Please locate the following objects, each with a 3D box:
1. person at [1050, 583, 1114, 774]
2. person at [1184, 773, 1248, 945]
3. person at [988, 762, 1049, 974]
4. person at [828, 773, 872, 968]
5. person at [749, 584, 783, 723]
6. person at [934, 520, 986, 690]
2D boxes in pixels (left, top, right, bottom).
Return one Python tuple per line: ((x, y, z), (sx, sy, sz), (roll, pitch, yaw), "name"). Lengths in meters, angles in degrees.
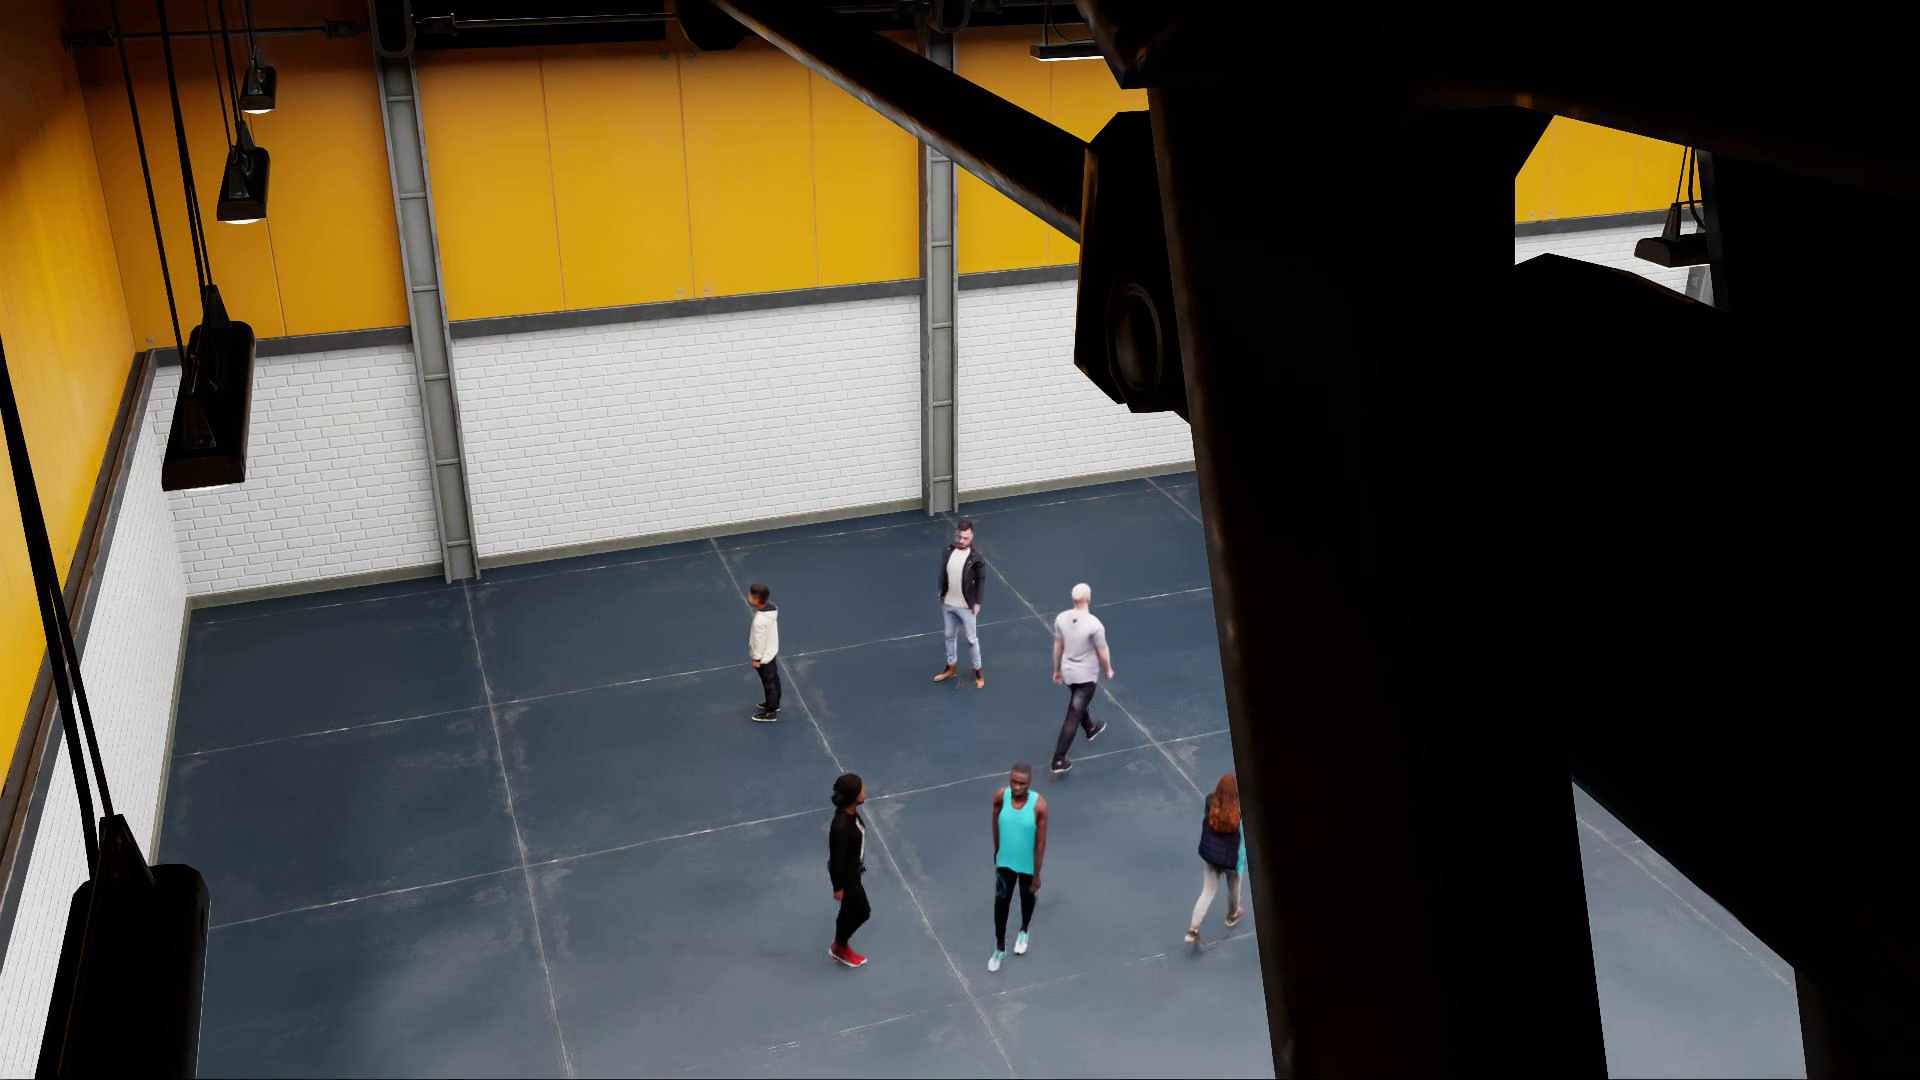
((1.060, 1.319, 15.451), (1.078, 1.777, 1.346), (18, 29, 36), "person")
((2.020, 2.530, 13.067), (0.894, 1.468, 1.069), (17, 29, 34), "person")
((0.490, 2.438, 12.877), (0.878, 1.788, 0.903), (7, 24, 15), "person")
((-0.946, 2.557, 12.784), (0.728, 1.645, 0.717), (4, 24, 10), "person")
((-1.907, 1.093, 16.377), (0.665, 1.450, 0.658), (3, 24, 7), "person")
((-0.018, 0.620, 16.993), (0.755, 1.824, 0.787), (18, 29, 35), "person")
